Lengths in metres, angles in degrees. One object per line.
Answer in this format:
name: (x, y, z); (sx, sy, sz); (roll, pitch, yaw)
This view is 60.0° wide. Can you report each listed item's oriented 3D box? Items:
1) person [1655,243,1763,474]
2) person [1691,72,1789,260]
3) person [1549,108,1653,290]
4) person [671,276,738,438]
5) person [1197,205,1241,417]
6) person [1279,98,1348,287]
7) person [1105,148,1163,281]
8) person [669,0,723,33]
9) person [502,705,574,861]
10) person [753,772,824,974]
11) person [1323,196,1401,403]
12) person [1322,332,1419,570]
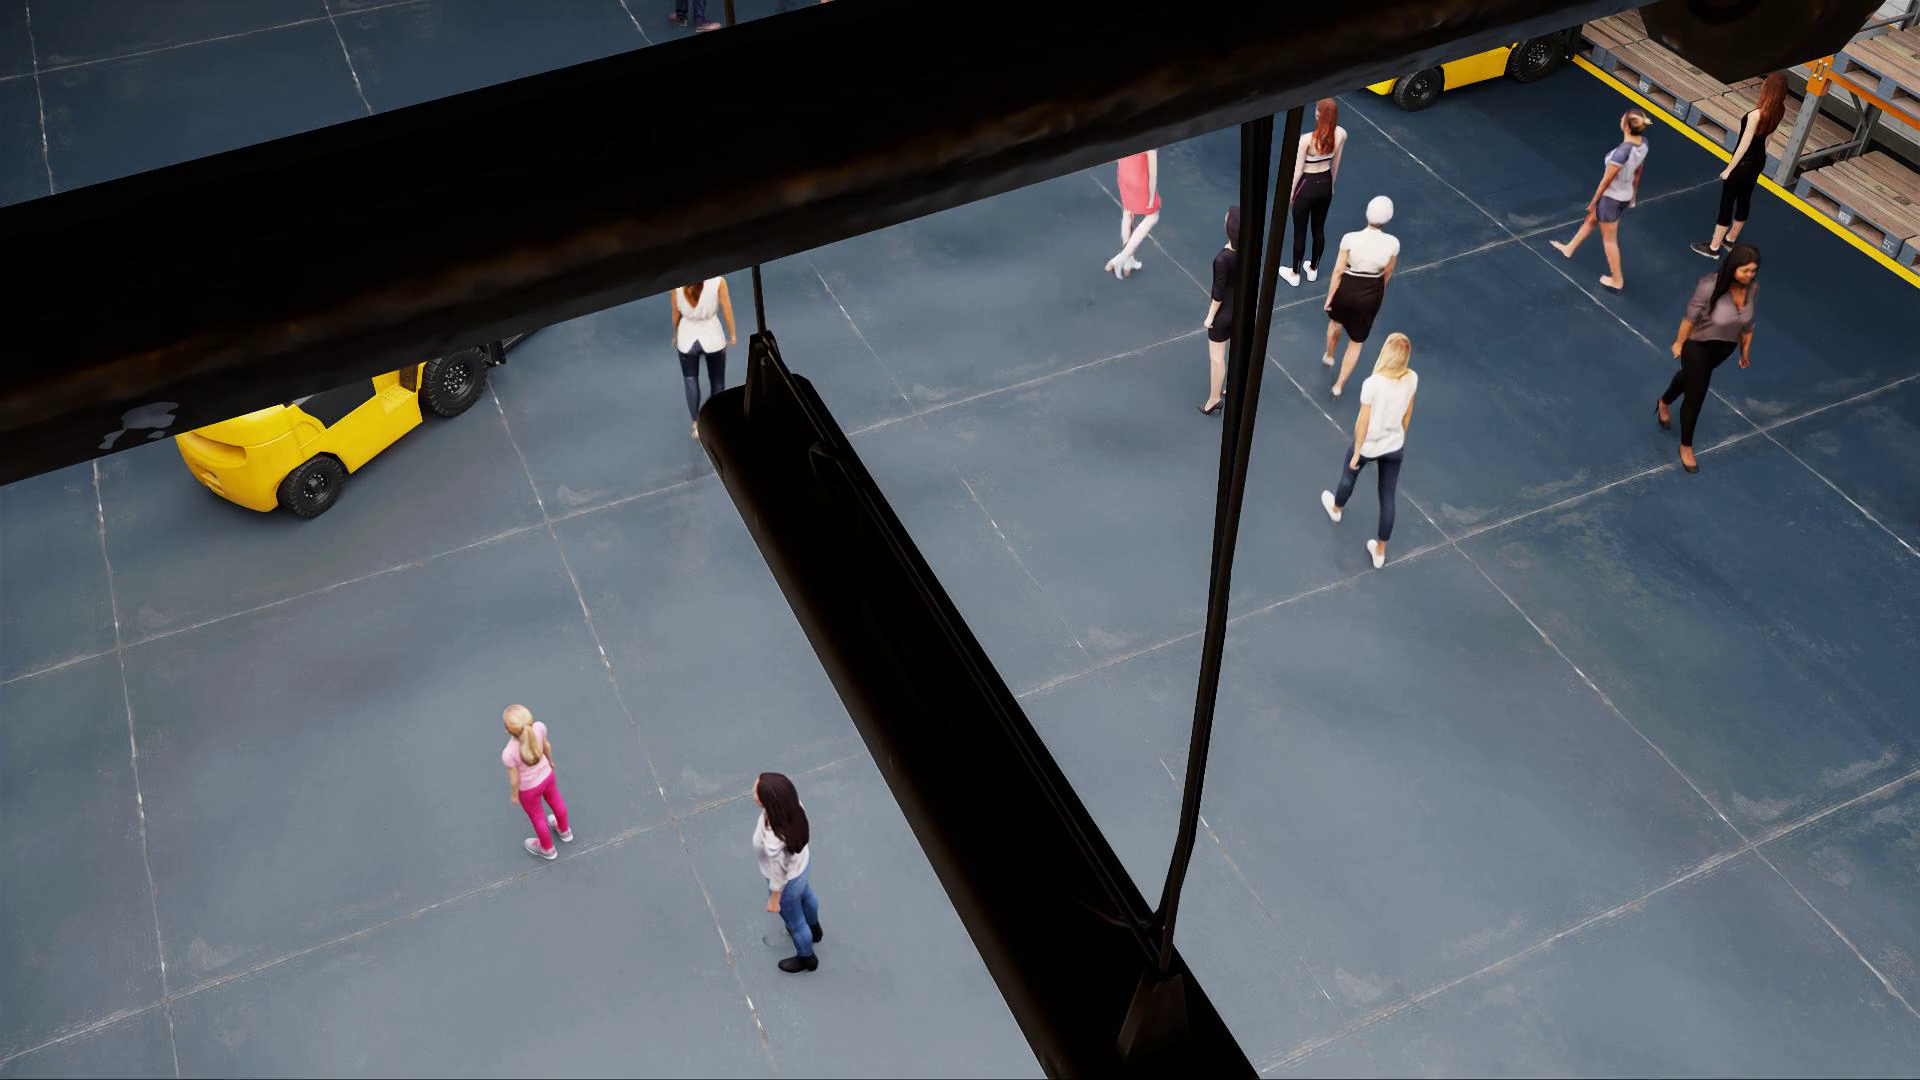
person: (5.542, -1.489, 12.463); (0.819, 1.803, 1.141); (-9, 44, -10)
person: (6.792, -3.235, 14.352); (0.581, 1.726, 0.531); (-23, 48, -22)
person: (5.575, -2.842, 14.050); (0.762, 1.575, 1.089); (-31, 52, -28)
person: (-1.943, -1.456, 12.446); (0.820, 1.779, 0.909); (1, 44, 1)
person: (2.054, -1.739, 12.726); (0.635, 1.804, 0.587); (-31, 52, -28)
person: (2.988, -2.939, 14.031); (0.611, 1.741, 0.561); (-12, 45, -13)
person: (1.421, -2.946, 13.986); (0.813, 1.813, 0.804); (-34, 53, -31)
person: (-2.897, -6.241, 17.448); (0.842, 1.809, 1.013); (14, 45, 15)
person: (-2.509, 1.405, 9.812); (0.625, 1.270, 0.579); (25, 49, 24)
person: (-0.931, 1.817, 9.118); (0.743, 1.631, 0.635); (5, 44, 6)
person: (3.065, -1.795, 12.841); (0.893, 1.726, 0.977); (7, 44, 8)
person: (2.926, -0.573, 11.530); (0.752, 1.766, 1.067); (-9, 44, -10)
